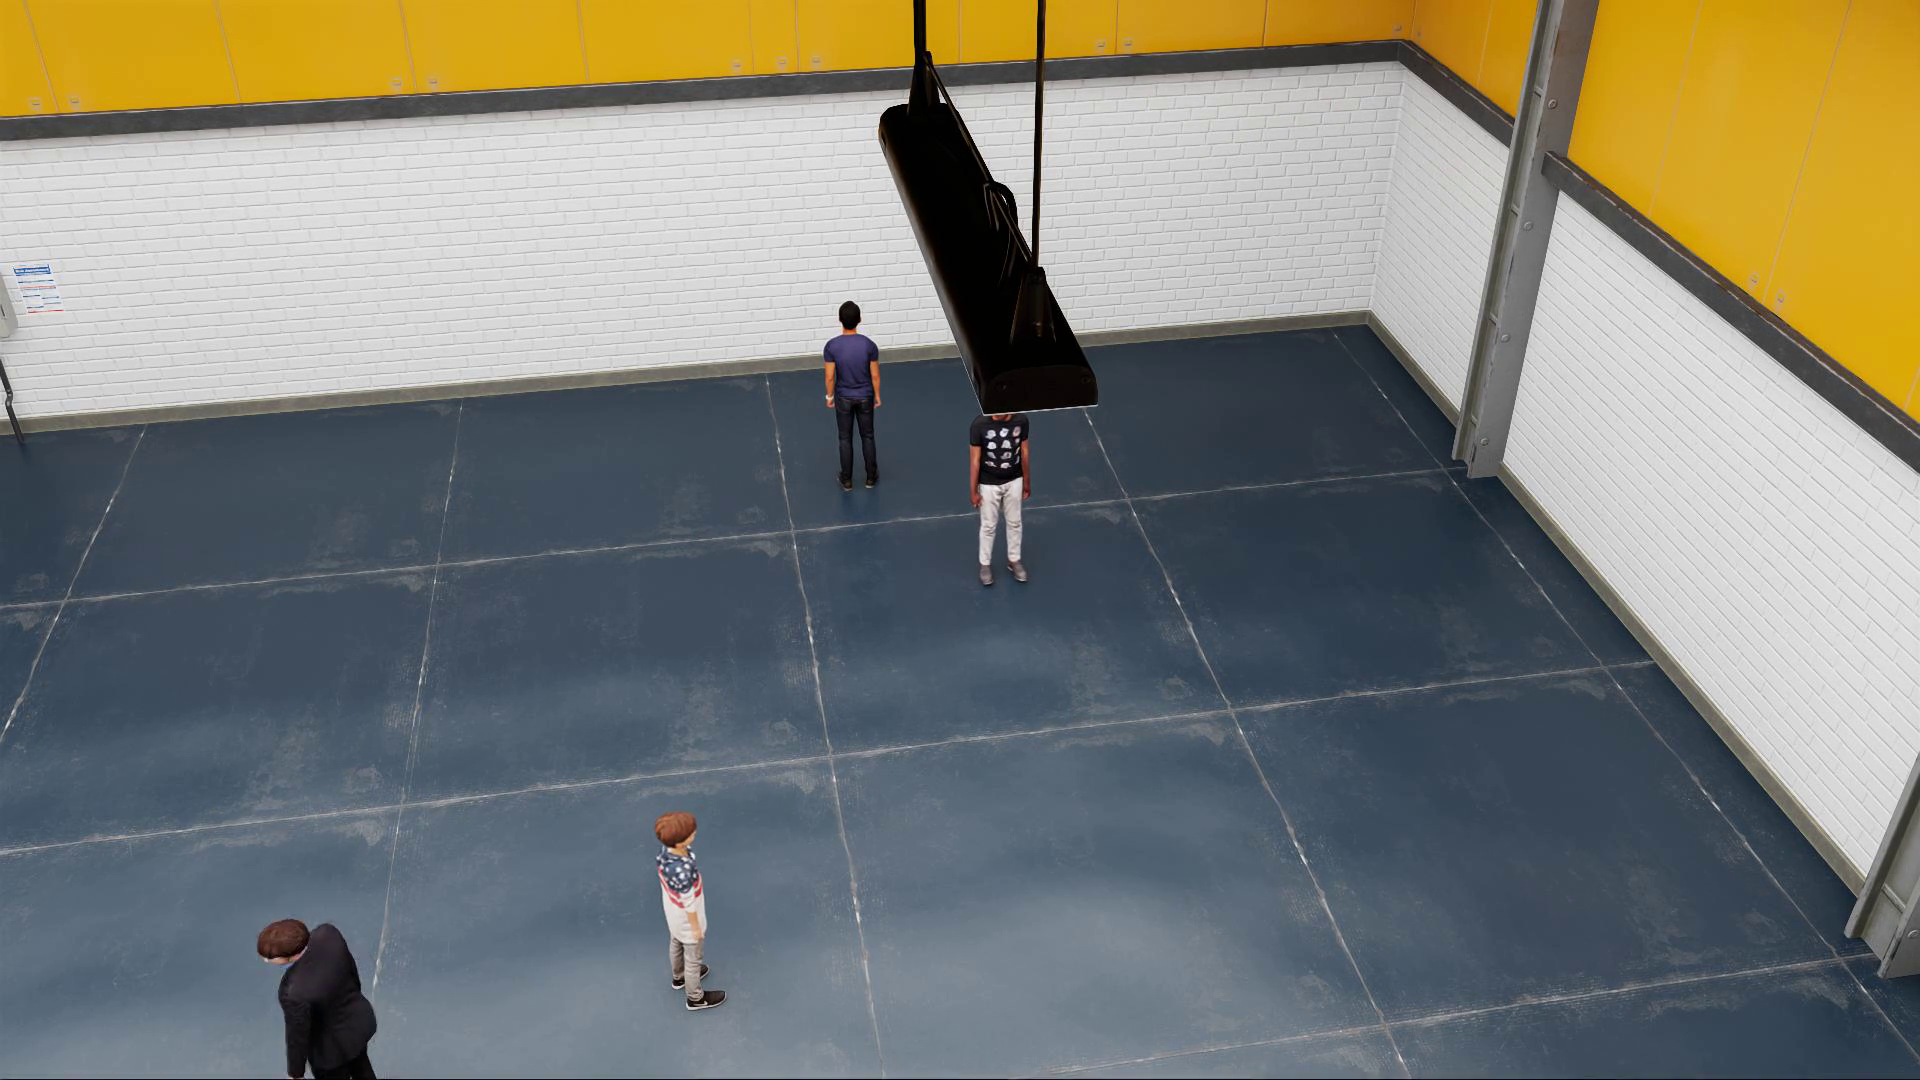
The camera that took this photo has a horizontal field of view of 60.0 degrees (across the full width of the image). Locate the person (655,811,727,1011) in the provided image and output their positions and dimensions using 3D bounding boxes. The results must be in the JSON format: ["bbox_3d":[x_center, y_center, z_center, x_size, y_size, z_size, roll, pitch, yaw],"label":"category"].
[{"bbox_3d":[-1.623,2.158,9.785,0.634,1.438,0.508,-18,38,-25],"label":"person"}]

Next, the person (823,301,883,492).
[{"bbox_3d":[-0.932,-1.259,14.603,0.651,1.793,0.531,-4,34,-6],"label":"person"}]

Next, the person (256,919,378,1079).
[{"bbox_3d":[-3.285,2.574,8.783,0.908,1.853,0.717,16,37,22],"label":"person"}]

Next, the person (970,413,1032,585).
[{"bbox_3d":[0.322,-0.477,13.421,0.674,1.801,0.627,-8,35,-12],"label":"person"}]
